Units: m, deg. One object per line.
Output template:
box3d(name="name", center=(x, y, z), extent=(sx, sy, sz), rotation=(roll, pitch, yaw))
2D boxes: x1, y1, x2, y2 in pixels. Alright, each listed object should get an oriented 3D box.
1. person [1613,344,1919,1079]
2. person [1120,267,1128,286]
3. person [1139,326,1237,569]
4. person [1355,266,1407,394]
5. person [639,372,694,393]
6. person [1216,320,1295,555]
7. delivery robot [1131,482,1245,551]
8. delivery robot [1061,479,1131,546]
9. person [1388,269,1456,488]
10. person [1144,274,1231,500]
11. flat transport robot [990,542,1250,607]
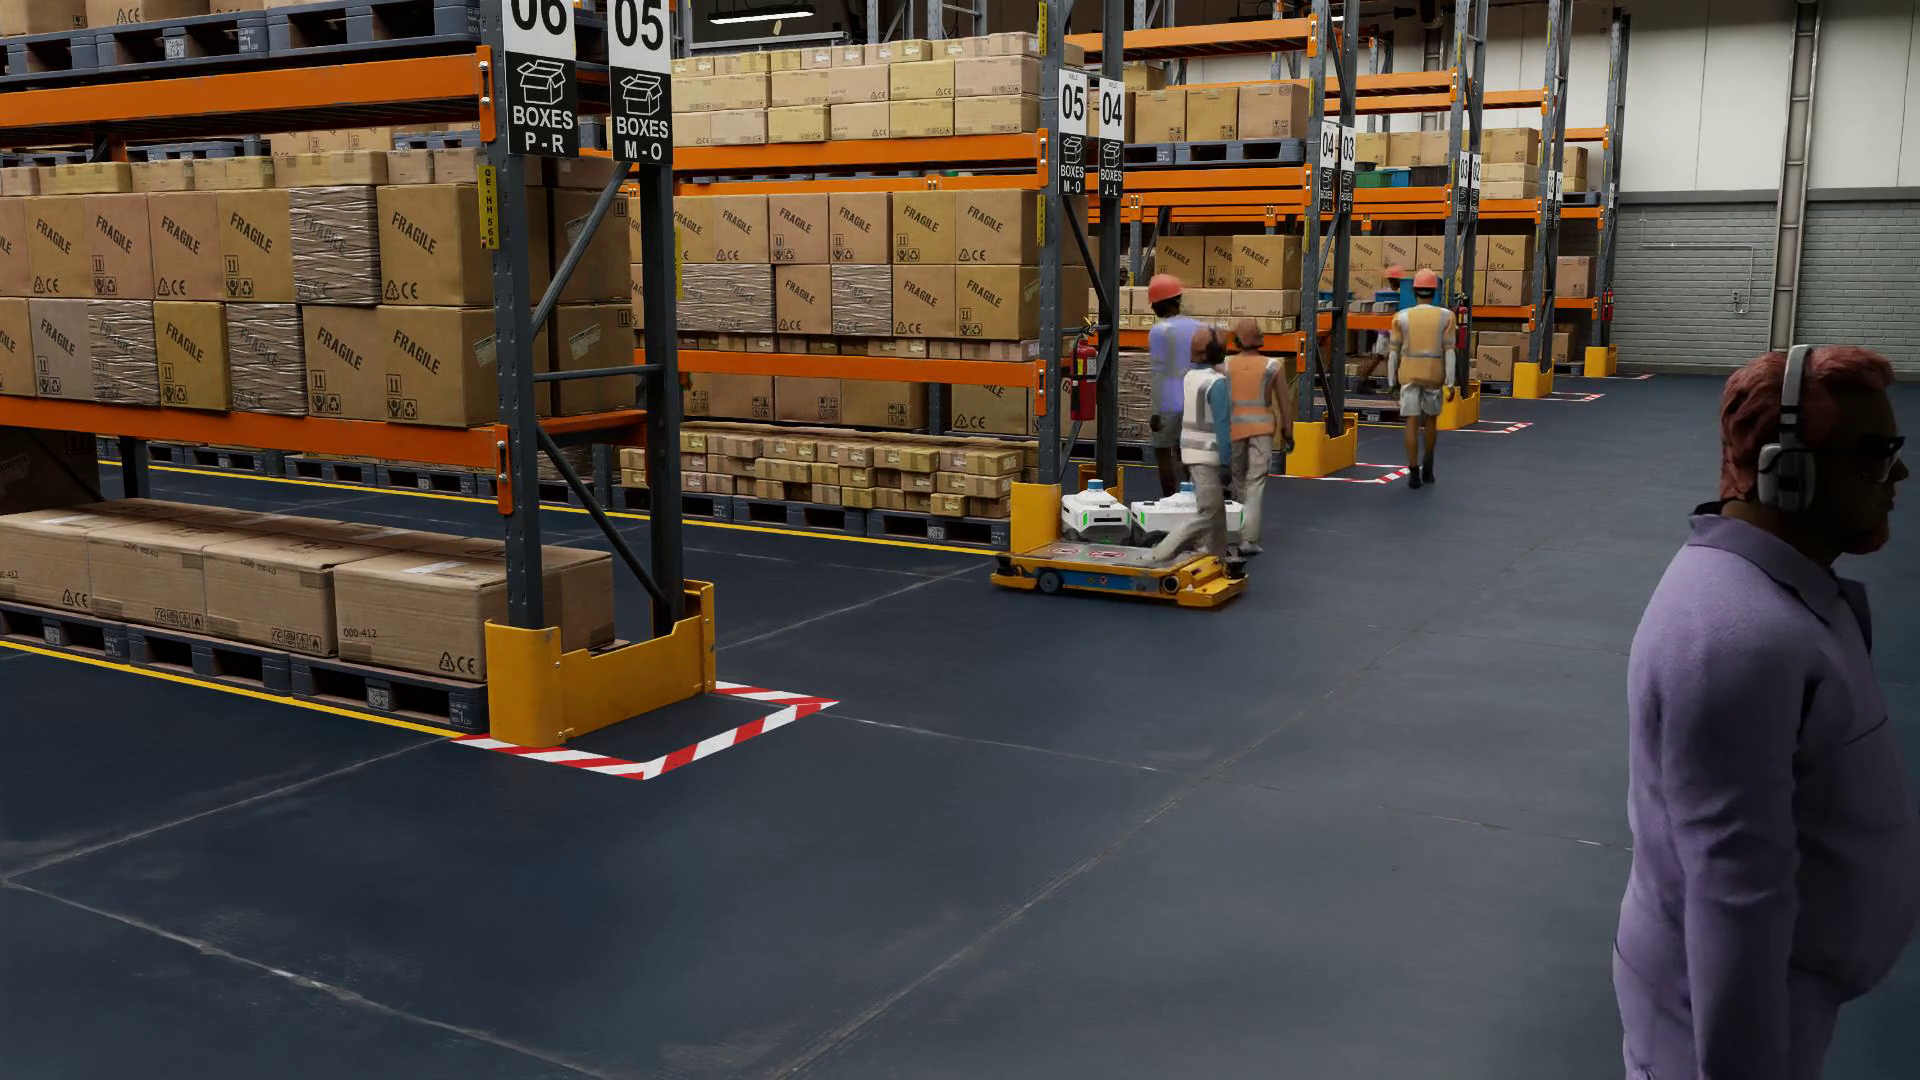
box3d(name="person", center=(1.166, 0.672, 2.439), extent=(0.401, 1.910, 0.640), rotation=(5, 11, 25))
box3d(name="person", center=(2.443, -3.255, 25.566), extent=(0.331, 1.864, 0.513), rotation=(6, 11, 31))
box3d(name="person", center=(1.412, -0.474, 9.975), extent=(0.697, 1.618, 0.522), rotation=(-2, 10, -12))
box3d(name="person", center=(6.261, -3.041, 24.249), extent=(0.993, 1.889, 0.564), rotation=(5, 11, 28))
box3d(name="person", center=(-2.782, -1.596, 15.893), extent=(0.529, 1.850, 0.557), rotation=(8, 12, 38))
box3d(name="person", center=(2.024, -0.716, 11.499), extent=(0.577, 1.582, 0.856), rotation=(4, 10, 21))
box3d(name="delivery robot", center=(1.485, -0.135, 10.844), extent=(0.707, 0.478, 0.477), rotation=(-1, 10, -5))
box3d(name="delivery robot", center=(0.890, -0.157, 10.971), extent=(0.477, 0.478, 0.707), rotation=(-1, 10, -9))
box3d(name="person", center=(4.109, -1.442, 14.824), extent=(0.575, 1.900, 0.902), rotation=(2, 10, 14))
box3d(name="person", center=(1.666, -1.019, 12.369), extent=(0.546, 1.902, 0.682), rotation=(-8, 13, -40))
box3d(name="flat transport robot", center=(0.965, 0.187, 10.064), extent=(1.431, 0.197, 0.652), rotation=(5, 11, 28))
